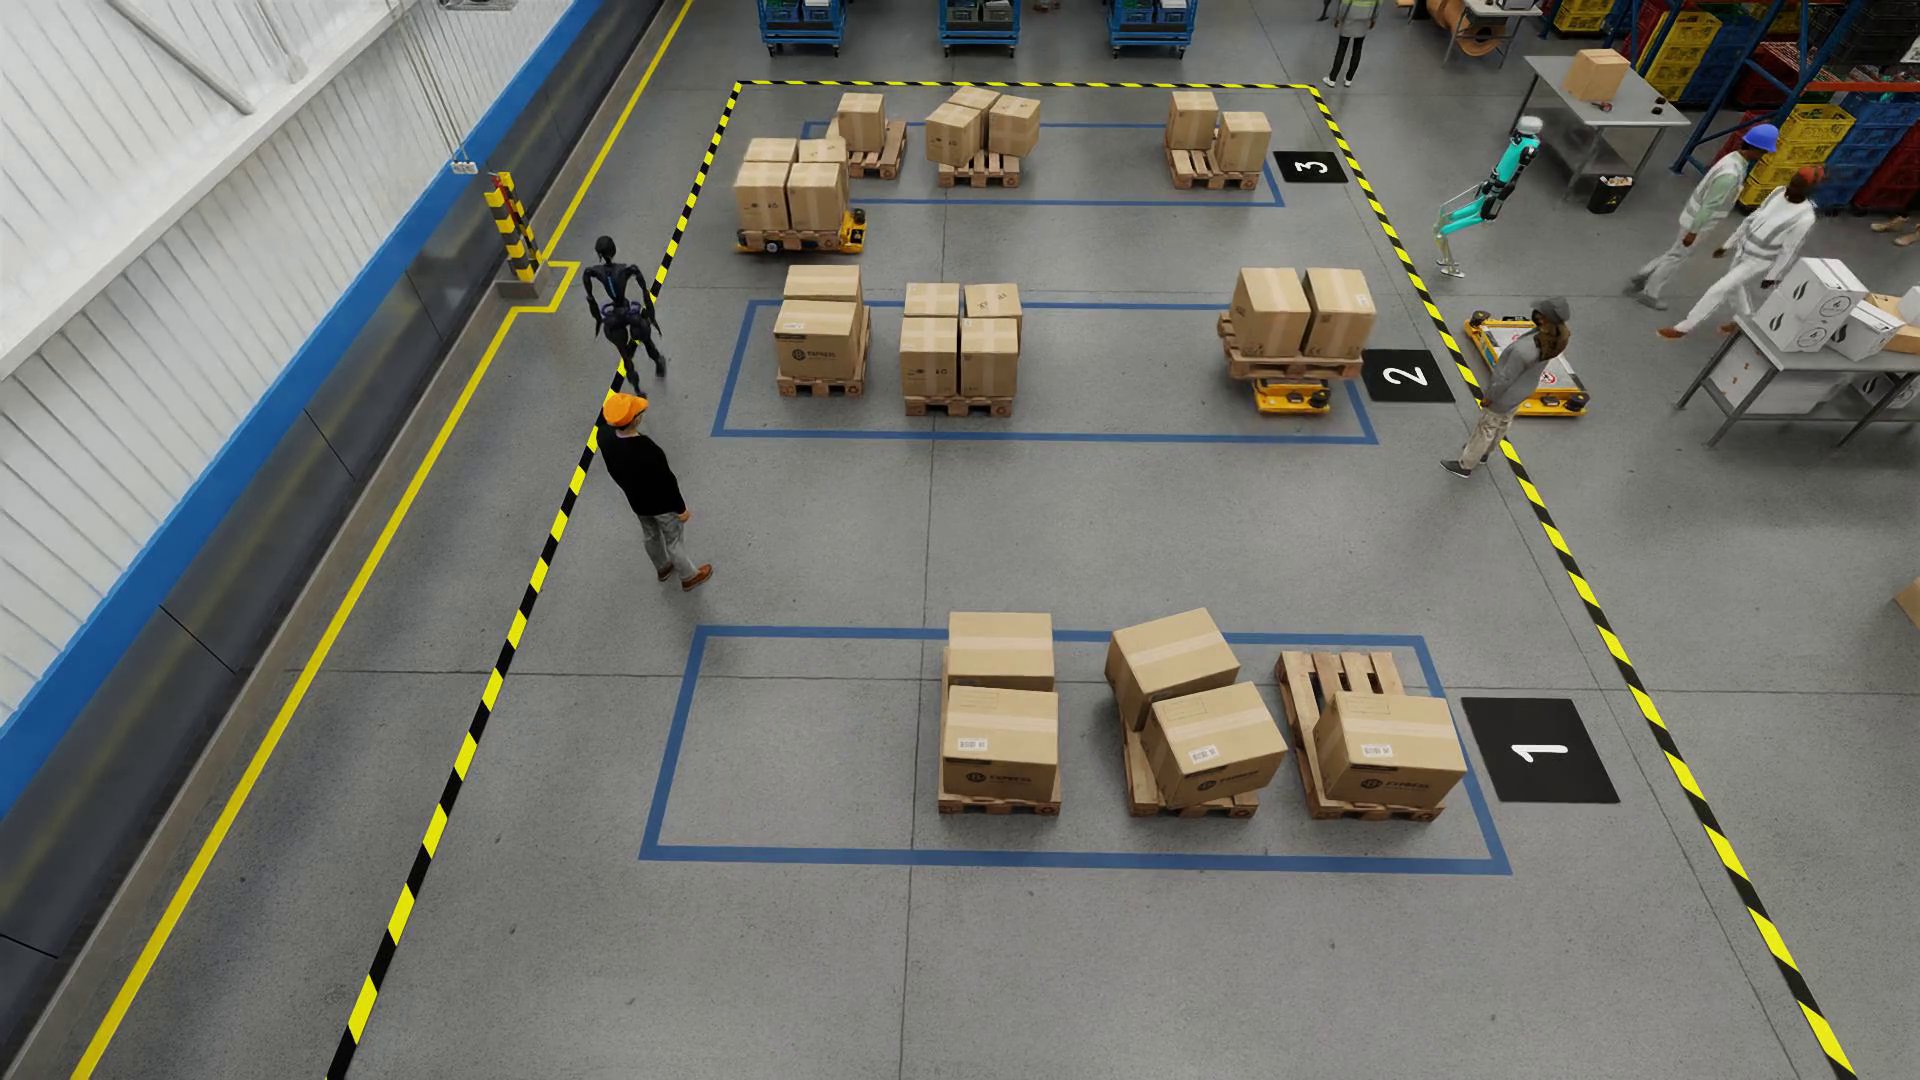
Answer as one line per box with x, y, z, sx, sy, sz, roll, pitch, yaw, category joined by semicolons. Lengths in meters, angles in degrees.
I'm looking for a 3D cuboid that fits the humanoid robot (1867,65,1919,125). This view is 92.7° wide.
11.631;-5.595;11.375;0.749;1.728;0.530;-7;50;-6;humanoid robot

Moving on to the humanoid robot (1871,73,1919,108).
12.408;-6.127;11.876;0.537;1.768;0.835;-24;53;-20;humanoid robot

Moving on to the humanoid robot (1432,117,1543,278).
5.360;-3.580;9.572;0.735;1.677;0.533;9;50;8;humanoid robot

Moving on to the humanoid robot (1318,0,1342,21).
6.066;-9.146;14.522;0.617;1.647;0.393;23;53;19;humanoid robot

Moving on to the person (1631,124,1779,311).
7.463;-3.224;9.221;0.414;1.938;0.625;36;58;27;person

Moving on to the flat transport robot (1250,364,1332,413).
3.173;-1.801;9.074;0.652;0.197;1.431;1;49;1;flat transport robot

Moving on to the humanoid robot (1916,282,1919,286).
10.705;-3.324;9.449;0.531;1.785;0.789;20;52;16;humanoid robot

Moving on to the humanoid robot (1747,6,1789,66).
11.982;-7.778;13.330;0.326;1.654;0.589;26;54;21;humanoid robot

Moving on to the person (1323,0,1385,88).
5.566;-7.330;12.830;0.595;1.852;0.369;0;49;0;person

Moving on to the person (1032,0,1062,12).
1.463;-9.528;14.696;0.434;1.923;0.714;36;58;27;person

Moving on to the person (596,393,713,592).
-2.253;-0.326;6.747;0.589;1.883;0.365;22;53;18;person

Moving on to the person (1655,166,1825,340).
7.713;-2.729;8.851;0.910;1.844;0.556;4;49;4;person

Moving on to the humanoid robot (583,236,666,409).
-3.072;-2.044;8.391;0.590;1.630;0.735;-7;49;-6;humanoid robot

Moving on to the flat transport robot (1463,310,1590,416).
5.573;-1.757;9.054;0.659;0.231;1.431;1;49;1;flat transport robot

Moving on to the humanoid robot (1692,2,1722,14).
11.103;-8.038;13.588;0.792;1.615;0.611;-8;50;-7;humanoid robot

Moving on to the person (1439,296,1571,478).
4.580;-1.249;7.621;0.567;1.769;0.397;-28;55;-22;person

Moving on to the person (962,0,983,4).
0.330;-9.412;14.665;0.896;1.798;0.633;30;55;23;person

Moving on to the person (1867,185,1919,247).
10.950;-4.070;9.926;0.461;1.977;0.700;-5;49;-4;person

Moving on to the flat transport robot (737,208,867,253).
-1.823;-3.606;10.636;1.431;0.197;0.652;1;49;1;flat transport robot
